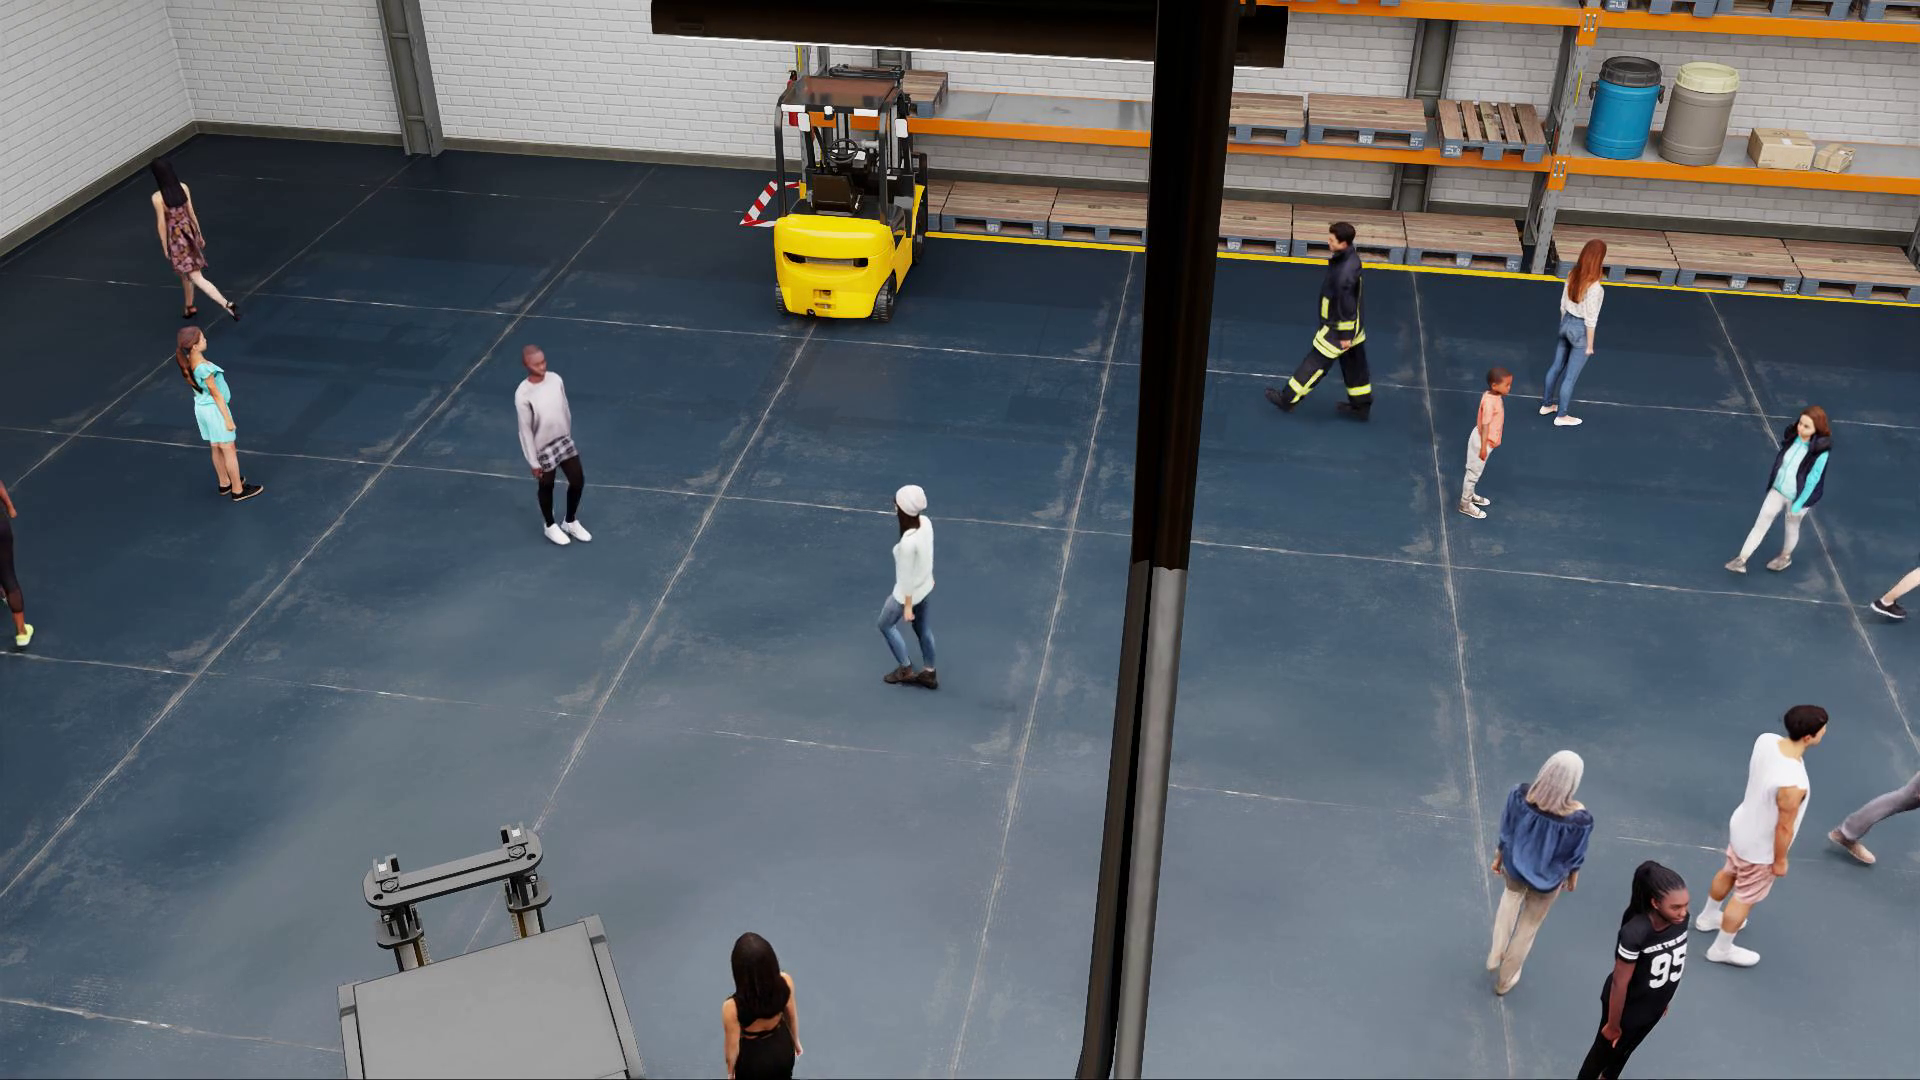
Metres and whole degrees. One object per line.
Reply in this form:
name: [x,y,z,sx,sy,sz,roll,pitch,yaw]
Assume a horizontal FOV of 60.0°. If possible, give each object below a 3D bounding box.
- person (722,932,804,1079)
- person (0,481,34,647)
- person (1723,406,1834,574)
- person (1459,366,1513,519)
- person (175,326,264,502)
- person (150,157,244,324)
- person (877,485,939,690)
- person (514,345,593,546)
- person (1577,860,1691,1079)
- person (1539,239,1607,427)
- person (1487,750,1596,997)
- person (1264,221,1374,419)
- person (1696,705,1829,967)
person: [-0.921,2.596,8.110,0.866,1.635,0.917,-20,39,-28]
person: [-7.008,-0.008,11.957,1.088,1.713,1.046,-14,36,-20]
person: [6.426,-0.374,12.726,0.981,1.472,0.873,-16,37,-23]
person: [4.260,-0.825,13.550,0.537,1.311,0.533,14,36,20]
person: [-6.133,-1.050,13.664,0.612,1.558,0.699,23,40,31]
person: [-7.490,-2.841,16.192,1.189,1.743,0.791,13,36,19]
person: [-0.249,0.359,11.476,0.684,1.634,0.664,12,35,17]
person: [-3.283,-0.763,13.050,0.804,1.760,0.773,24,41,32]
person: [3.412,2.335,8.418,0.713,1.729,0.777,-20,38,-27]
person: [5.437,-1.841,14.703,0.652,1.726,0.651,-10,35,-15]
person: [3.114,1.881,9.139,0.697,1.686,0.795,23,40,31]
person: [3.444,-1.873,14.633,1.219,1.857,0.871,9,35,13]
person: [4.511,1.652,9.397,0.564,1.782,0.633,4,34,6]
